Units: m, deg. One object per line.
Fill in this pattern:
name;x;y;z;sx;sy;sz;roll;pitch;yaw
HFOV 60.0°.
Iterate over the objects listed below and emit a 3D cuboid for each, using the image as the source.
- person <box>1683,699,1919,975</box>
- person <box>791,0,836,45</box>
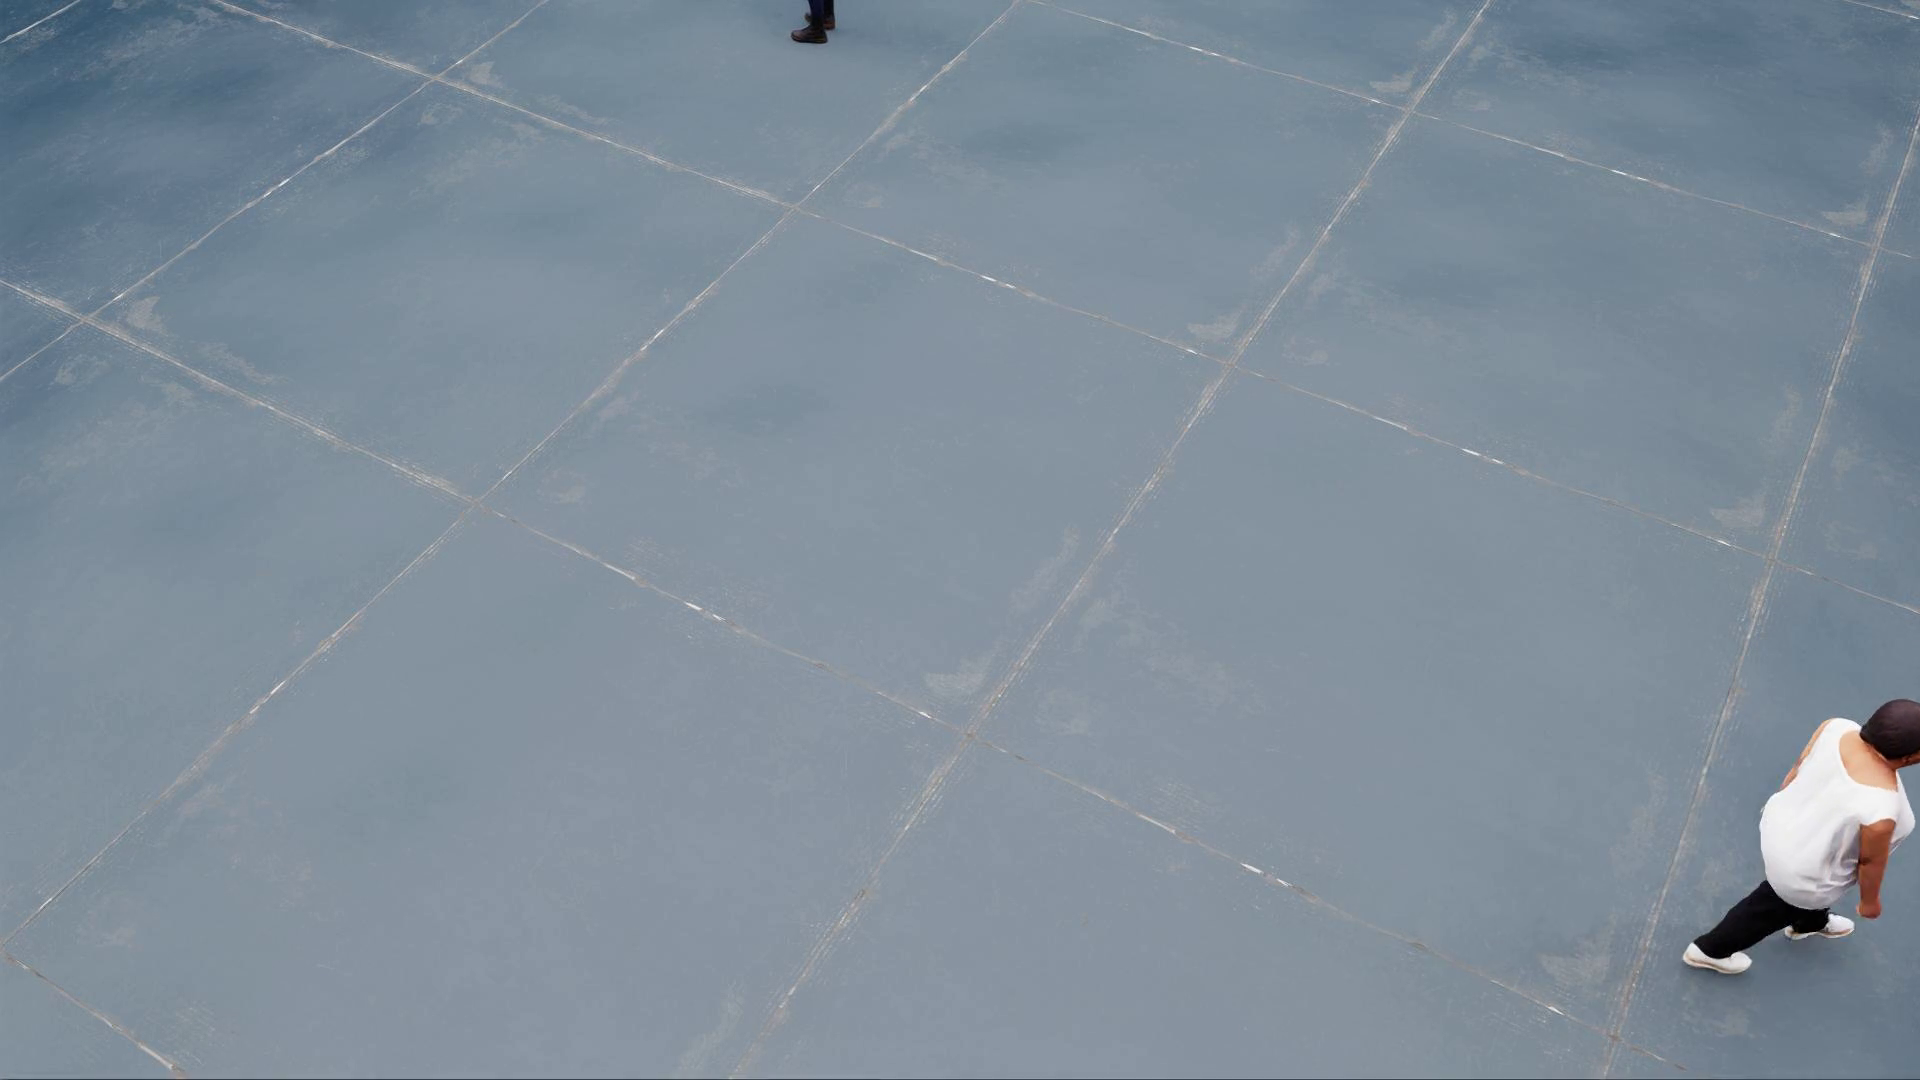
person;3.198;1.176;6.350;1.046;1.660;0.876;6;48;5
person;-1.024;-4.223;11.288;0.571;1.739;0.592;16;49;14
